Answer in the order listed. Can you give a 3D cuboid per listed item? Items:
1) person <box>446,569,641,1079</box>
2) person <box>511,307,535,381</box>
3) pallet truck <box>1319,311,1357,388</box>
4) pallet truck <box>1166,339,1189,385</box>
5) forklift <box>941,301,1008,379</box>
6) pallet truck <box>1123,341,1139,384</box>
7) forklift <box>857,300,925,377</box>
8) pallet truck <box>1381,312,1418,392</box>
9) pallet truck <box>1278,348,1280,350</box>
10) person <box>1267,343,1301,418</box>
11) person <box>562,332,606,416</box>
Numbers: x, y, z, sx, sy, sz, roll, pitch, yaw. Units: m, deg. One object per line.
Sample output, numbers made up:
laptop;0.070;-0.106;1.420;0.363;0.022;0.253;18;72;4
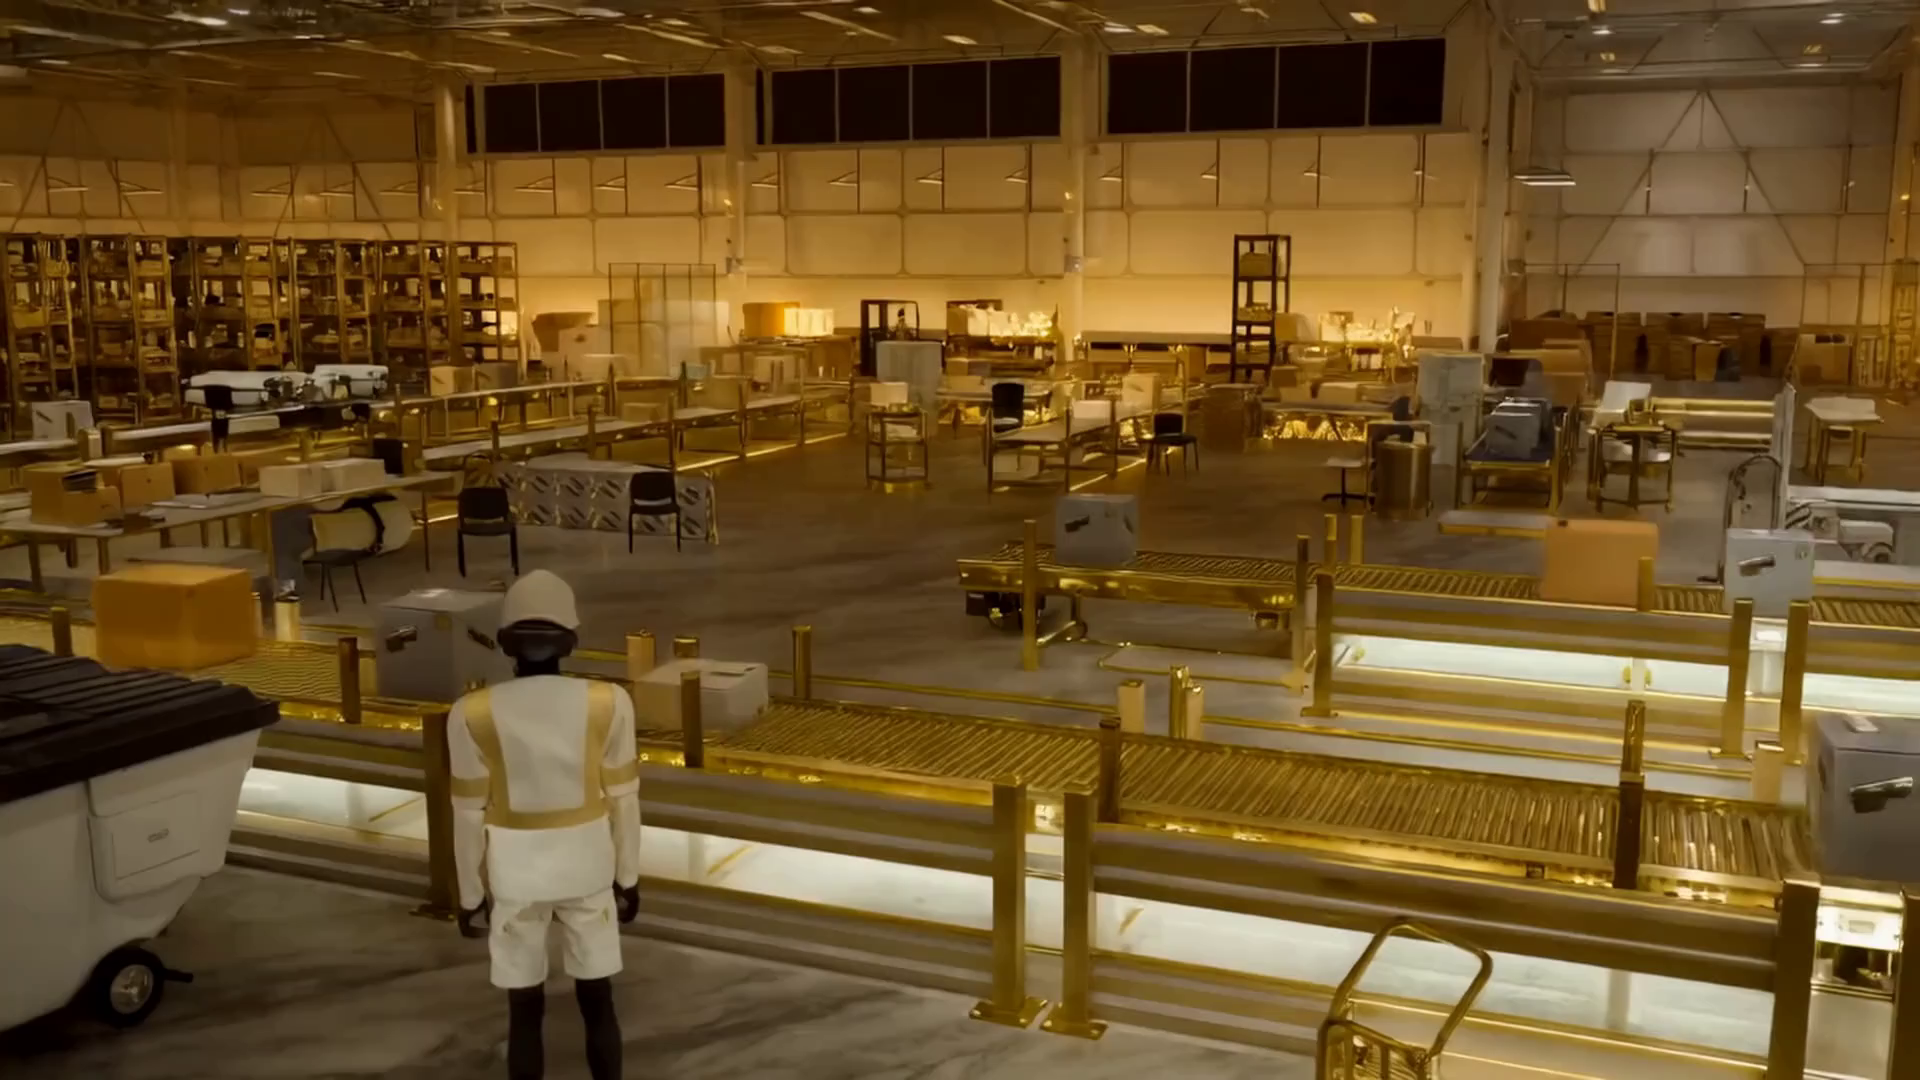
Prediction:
person;-1.366;1.111;5.537;0.605;2.045;0.388;-2;10;-14
person;-11.622;-5.222;44.264;0.633;1.931;0.998;-2;10;-10
pallet truck;9.071;-4.419;39.190;0.823;1.965;1.885;5;10;26
pallet truck;5.418;-4.269;40.420;0.704;1.261;1.522;3;10;20
forklift;0.365;-4.966;41.571;1.157;1.987;2.680;3;10;20
pallet truck;4.445;-4.380;41.279;0.680;1.201;1.601;4;10;22
forklift;-1.732;-5.109;42.468;1.157;1.987;2.680;4;10;22
pallet truck;10.207;-4.283;38.369;0.823;1.965;1.885;3;10;20
pallet truck;7.886;-4.163;39.743;0.653;1.274;1.630;4;10;22
person;6.109;-3.165;31.606;0.994;1.991;0.636;6;11;31
person;-7.591;-3.373;33.715;0.941;1.716;0.513;-7;12;-36
